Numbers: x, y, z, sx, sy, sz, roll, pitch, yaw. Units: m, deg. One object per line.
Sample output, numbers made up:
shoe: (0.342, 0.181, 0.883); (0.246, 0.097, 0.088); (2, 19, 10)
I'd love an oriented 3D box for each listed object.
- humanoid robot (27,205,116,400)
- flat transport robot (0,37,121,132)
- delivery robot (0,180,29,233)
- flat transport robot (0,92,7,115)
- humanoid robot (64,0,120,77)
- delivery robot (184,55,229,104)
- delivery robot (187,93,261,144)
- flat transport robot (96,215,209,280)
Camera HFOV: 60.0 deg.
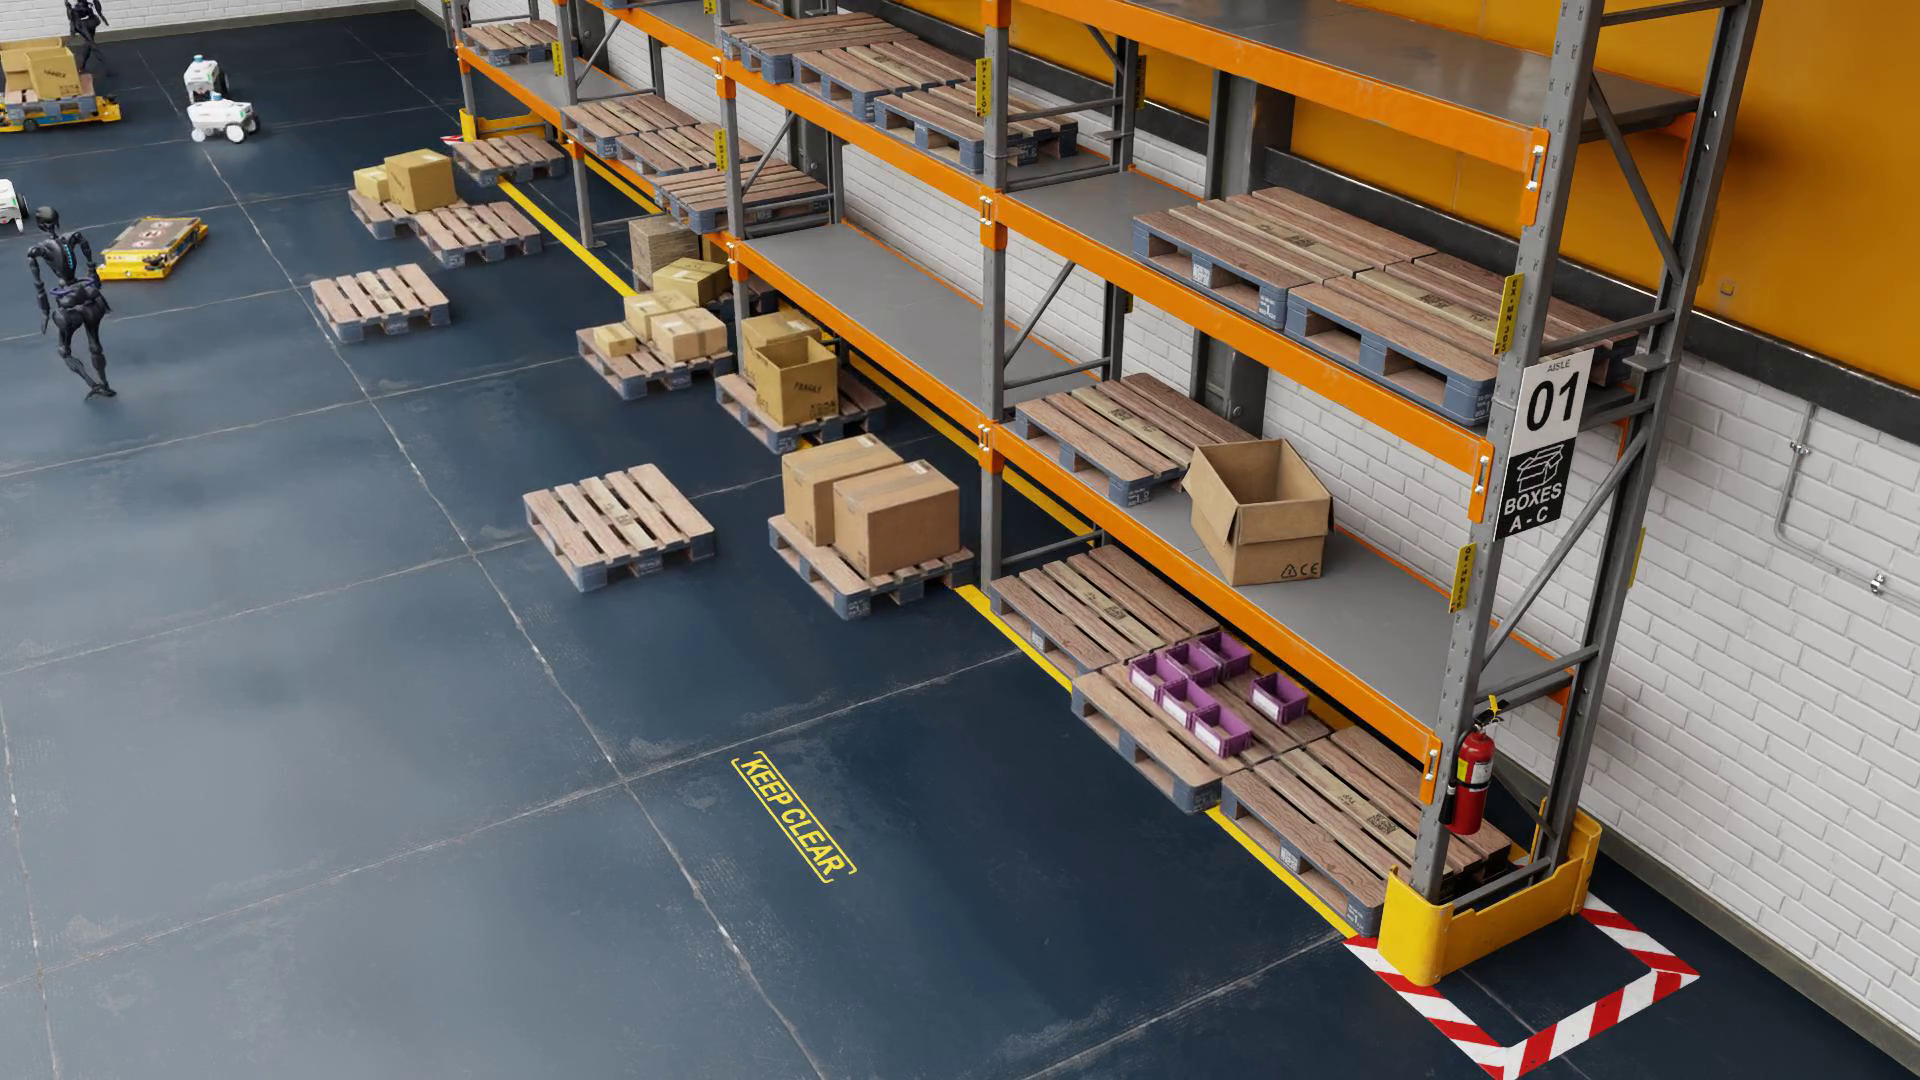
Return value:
humanoid robot: (-7.238, -1.940, 13.626); (0.394, 1.643, 0.588); (15, 33, 25)
flat transport robot: (-11.535, -5.450, 21.254); (1.431, 0.231, 0.659); (-13, 32, -22)
delivery robot: (-10.195, -3.579, 17.638); (0.499, 0.572, 0.747); (-16, 33, -26)
flat transport robot: (-12.705, -5.431, 21.220); (0.659, 0.231, 1.431); (21, 36, 32)
humanoid robot: (-12.135, -7.256, 23.077); (0.784, 1.626, 0.614); (11, 31, 19)
delivery robot: (-10.120, -6.181, 22.230); (0.499, 0.571, 0.756); (-7, 30, -12)
delivery robot: (-9.106, -5.213, 20.540); (0.793, 0.590, 0.499); (1, 30, 1)
flat transport robot: (-8.201, -2.979, 16.891); (0.659, 0.231, 1.431); (-2, 30, -4)
